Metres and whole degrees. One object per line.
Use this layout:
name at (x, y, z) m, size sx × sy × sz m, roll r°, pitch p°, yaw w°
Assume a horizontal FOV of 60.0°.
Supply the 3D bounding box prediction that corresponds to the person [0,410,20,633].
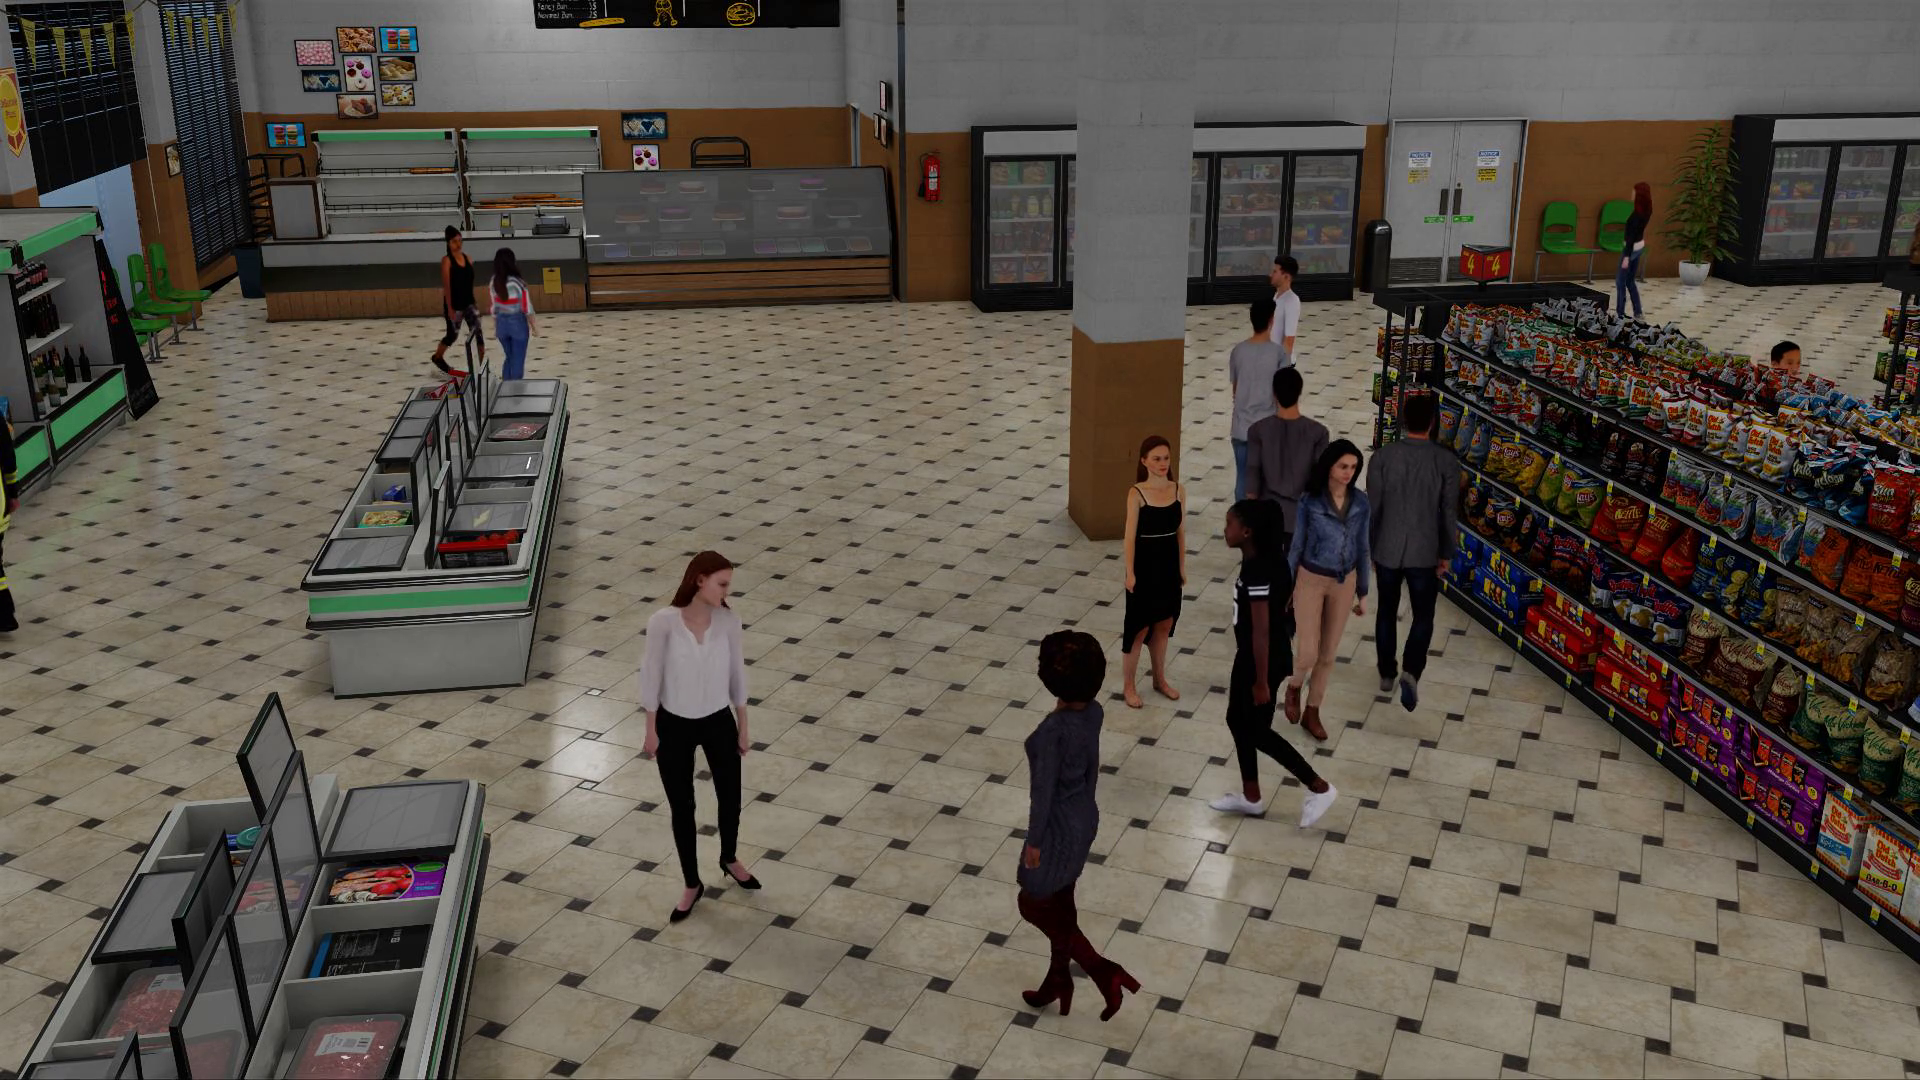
person at (-6.402, -0.257, 10.803) m, size 1.265 × 1.820 × 1.197 m, roll 13°, pitch 23°, yaw 33°

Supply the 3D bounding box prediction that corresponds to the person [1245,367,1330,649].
person at (2.026, -0.134, 10.429) m, size 0.965 × 1.825 × 1.169 m, roll 5°, pitch 19°, yaw 14°

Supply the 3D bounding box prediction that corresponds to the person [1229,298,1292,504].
person at (2.185, -0.848, 12.476) m, size 0.794 × 1.871 × 0.837 m, roll 10°, pitch 21°, yaw 27°

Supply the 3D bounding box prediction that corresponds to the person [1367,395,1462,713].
person at (2.606, 0.096, 9.703) m, size 1.001 × 1.853 × 1.163 m, roll 6°, pitch 20°, yaw 18°

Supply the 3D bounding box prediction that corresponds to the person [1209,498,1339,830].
person at (1.578, 0.643, 8.330) m, size 0.798 × 1.694 × 0.869 m, roll 0°, pitch 19°, yaw 1°

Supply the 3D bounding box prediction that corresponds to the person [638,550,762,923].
person at (-1.222, 0.888, 7.521) m, size 0.691 × 1.747 × 0.591 m, roll -1°, pitch 19°, yaw -2°

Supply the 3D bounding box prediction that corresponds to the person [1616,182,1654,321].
person at (8.302, -3.495, 20.466) m, size 0.881 × 1.781 × 0.819 m, roll 15°, pitch 24°, yaw 37°

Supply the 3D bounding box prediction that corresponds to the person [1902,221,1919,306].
person at (12.487, -3.669, 21.501) m, size 0.740 × 1.450 × 0.649 m, roll -17°, pitch 25°, yaw -40°

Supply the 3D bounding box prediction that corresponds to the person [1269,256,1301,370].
person at (2.821, -1.591, 14.702) m, size 0.762 × 1.857 × 0.560 m, roll -2°, pitch 19°, yaw -5°

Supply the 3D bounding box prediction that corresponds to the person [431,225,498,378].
person at (-5.418, -2.518, 17.799) m, size 1.082 × 1.633 × 1.091 m, roll 10°, pitch 21°, yaw 27°

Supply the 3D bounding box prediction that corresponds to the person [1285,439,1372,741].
person at (2.011, 0.266, 9.344) m, size 0.638 × 1.759 × 0.670 m, roll -2°, pitch 19°, yaw -7°

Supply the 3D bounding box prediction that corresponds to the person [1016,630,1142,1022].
person at (0.476, 1.201, 6.668) m, size 0.928 × 1.698 × 0.869 m, roll 13°, pitch 22°, yaw 33°

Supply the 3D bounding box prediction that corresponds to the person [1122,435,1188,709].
person at (1.143, 0.170, 9.841) m, size 0.625 × 1.625 × 0.645 m, roll -9°, pitch 20°, yaw -24°

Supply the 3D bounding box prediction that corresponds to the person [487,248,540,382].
person at (-4.504, -2.095, 16.592) m, size 0.693 × 1.604 × 0.709 m, roll 6°, pitch 20°, yaw 18°
